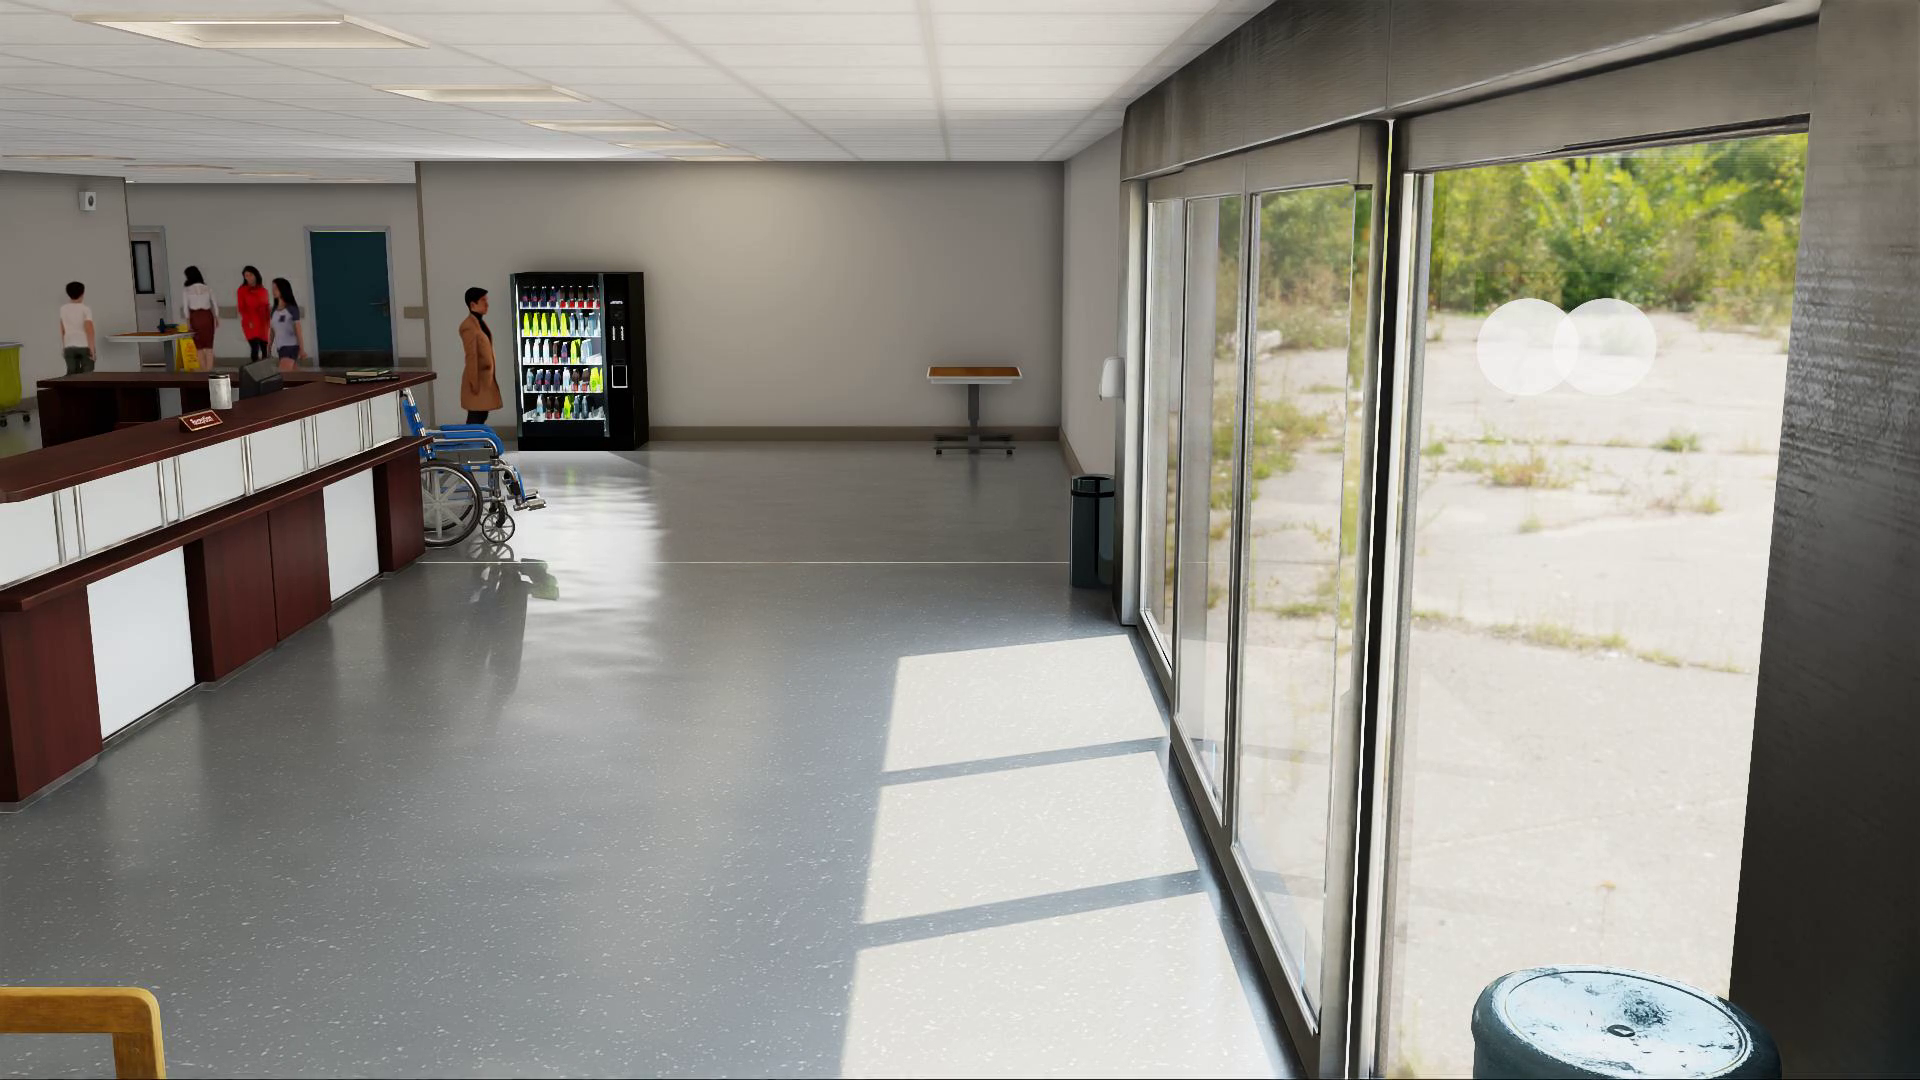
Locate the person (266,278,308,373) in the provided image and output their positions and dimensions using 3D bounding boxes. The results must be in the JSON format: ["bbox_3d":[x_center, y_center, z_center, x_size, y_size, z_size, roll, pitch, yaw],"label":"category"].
[{"bbox_3d":[-8.015,-2.268,19.999,1.161,1.651,1.059,6,12,30],"label":"person"}]

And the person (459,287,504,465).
[{"bbox_3d":[-4.630,-1.560,15.956,0.592,1.726,0.636,0,11,0],"label":"person"}]

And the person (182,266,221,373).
[{"bbox_3d":[-10.895,-3.034,23.932,1.163,1.689,1.025,-5,12,-24],"label":"person"}]

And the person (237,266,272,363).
[{"bbox_3d":[-10.258,-3.087,24.124,0.841,1.722,0.773,10,15,42],"label":"person"}]

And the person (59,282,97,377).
[{"bbox_3d":[-10.741,-2.298,20.184,0.905,1.641,0.673,-1,11,-3],"label":"person"}]
